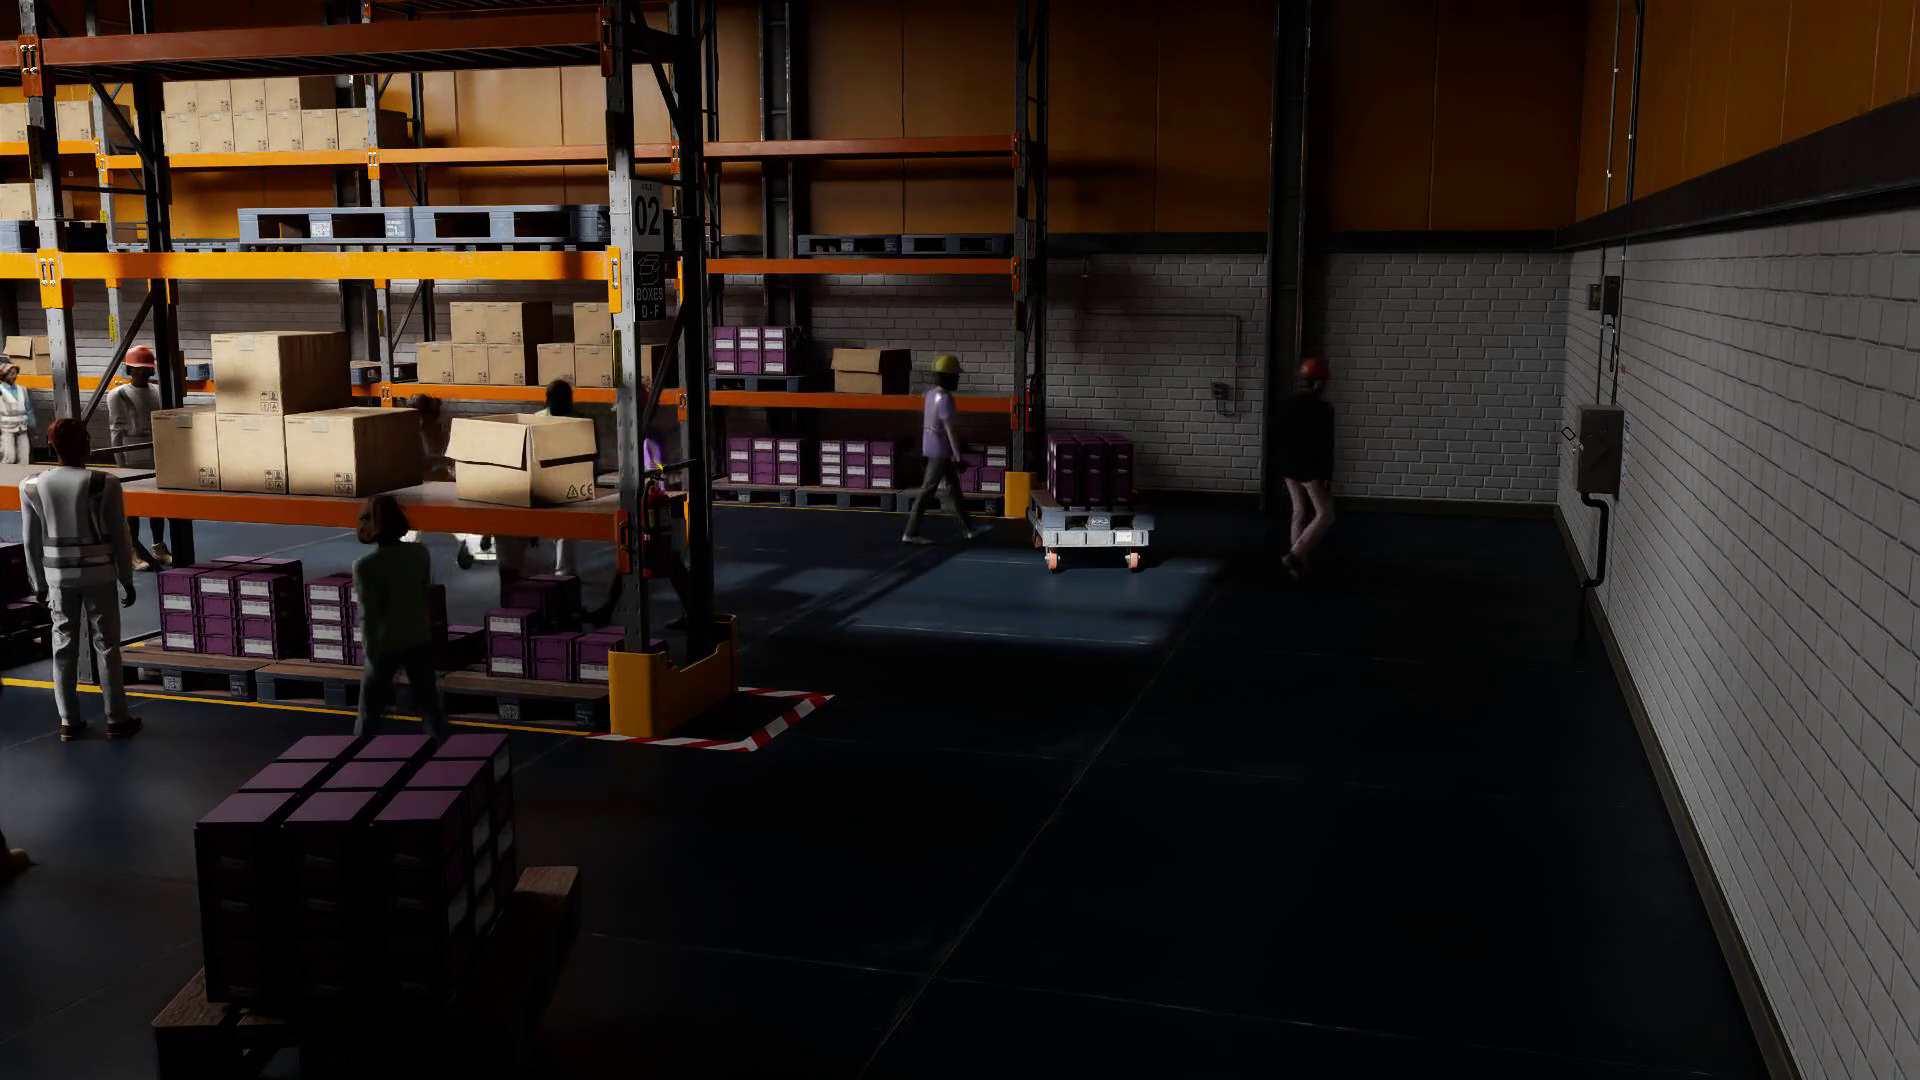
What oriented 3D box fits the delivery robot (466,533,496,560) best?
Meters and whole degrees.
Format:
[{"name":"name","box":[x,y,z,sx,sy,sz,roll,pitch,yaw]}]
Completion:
[{"name":"delivery robot","box":[-4.267,-0.079,15.280,0.477,0.478,0.707,1,9,4]}]

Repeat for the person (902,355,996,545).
[{"name":"person","box":[-0.132,-0.883,16.465,1.004,1.870,0.611,-2,10,-13]}]

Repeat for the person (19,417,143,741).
[{"name":"person","box":[-5.078,0.232,9.630,0.575,1.884,0.355,-1,9,-8]}]

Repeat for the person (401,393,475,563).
[{"name":"person","box":[-4.870,-0.564,15.383,0.873,1.590,0.538,4,10,22]}]

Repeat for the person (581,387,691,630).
[{"name":"person","box":[-2.408,-0.238,12.489,1.002,1.877,0.583,2,10,12]}]

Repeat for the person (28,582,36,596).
[{"name":"person","box":[-7.940,-0.387,13.297,0.806,1.923,0.615,0,9,-3]}]

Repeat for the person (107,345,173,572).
[{"name":"person","box":[-7.371,-0.742,15.081,0.367,2.041,0.615,4,10,25]}]

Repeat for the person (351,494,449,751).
[{"name":"person","box":[-2.949,0.551,8.596,0.873,1.584,0.506,6,11,34]}]

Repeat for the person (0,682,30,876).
[{"name":"person","box":[-4.571,0.516,7.421,0.684,2.000,0.536,1,9,5]}]

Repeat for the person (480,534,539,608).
[{"name":"person","box":[-3.197,-0.072,12.121,0.750,1.675,0.528,2,10,15]}]

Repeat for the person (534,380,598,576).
[{"name":"person","box":[-3.394,-0.447,14.025,0.627,1.807,0.832,3,10,17]}]

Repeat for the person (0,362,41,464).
[{"name":"person","box":[-11.169,-1.281,19.630,0.419,1.625,0.528,3,10,16]}]

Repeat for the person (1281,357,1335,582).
[{"name":"person","box":[2.985,-0.588,14.359,0.493,1.979,0.615,-6,11,-34]}]
